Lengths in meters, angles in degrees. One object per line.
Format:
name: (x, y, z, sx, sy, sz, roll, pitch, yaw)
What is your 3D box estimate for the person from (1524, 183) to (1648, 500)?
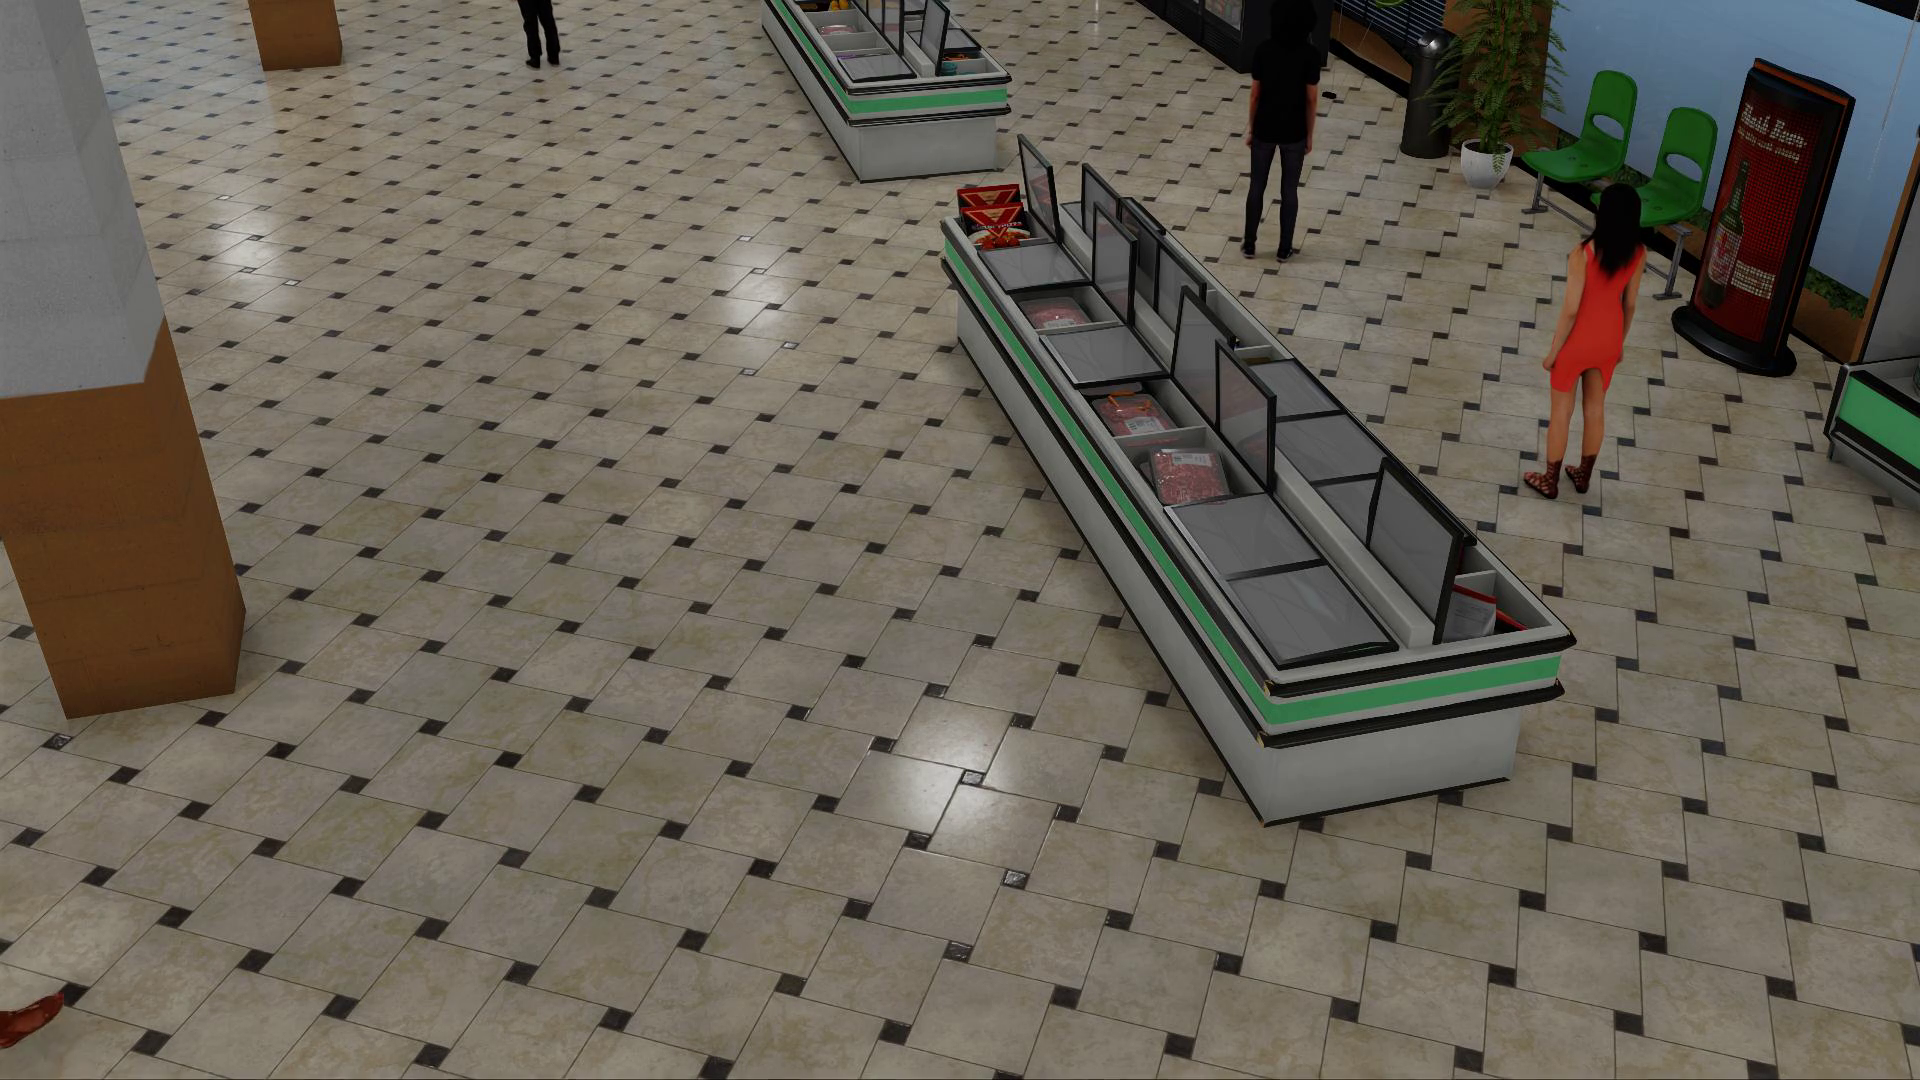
person: (3.235, -1.008, 8.564, 0.594, 1.719, 0.502, -7, 33, -11)

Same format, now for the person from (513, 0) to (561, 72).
person: (-3.953, -5.108, 15.402, 0.641, 1.455, 0.621, -19, 37, -28)

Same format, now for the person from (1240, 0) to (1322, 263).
person: (2.178, -2.808, 11.355, 0.701, 1.826, 0.719, 10, 33, 16)
